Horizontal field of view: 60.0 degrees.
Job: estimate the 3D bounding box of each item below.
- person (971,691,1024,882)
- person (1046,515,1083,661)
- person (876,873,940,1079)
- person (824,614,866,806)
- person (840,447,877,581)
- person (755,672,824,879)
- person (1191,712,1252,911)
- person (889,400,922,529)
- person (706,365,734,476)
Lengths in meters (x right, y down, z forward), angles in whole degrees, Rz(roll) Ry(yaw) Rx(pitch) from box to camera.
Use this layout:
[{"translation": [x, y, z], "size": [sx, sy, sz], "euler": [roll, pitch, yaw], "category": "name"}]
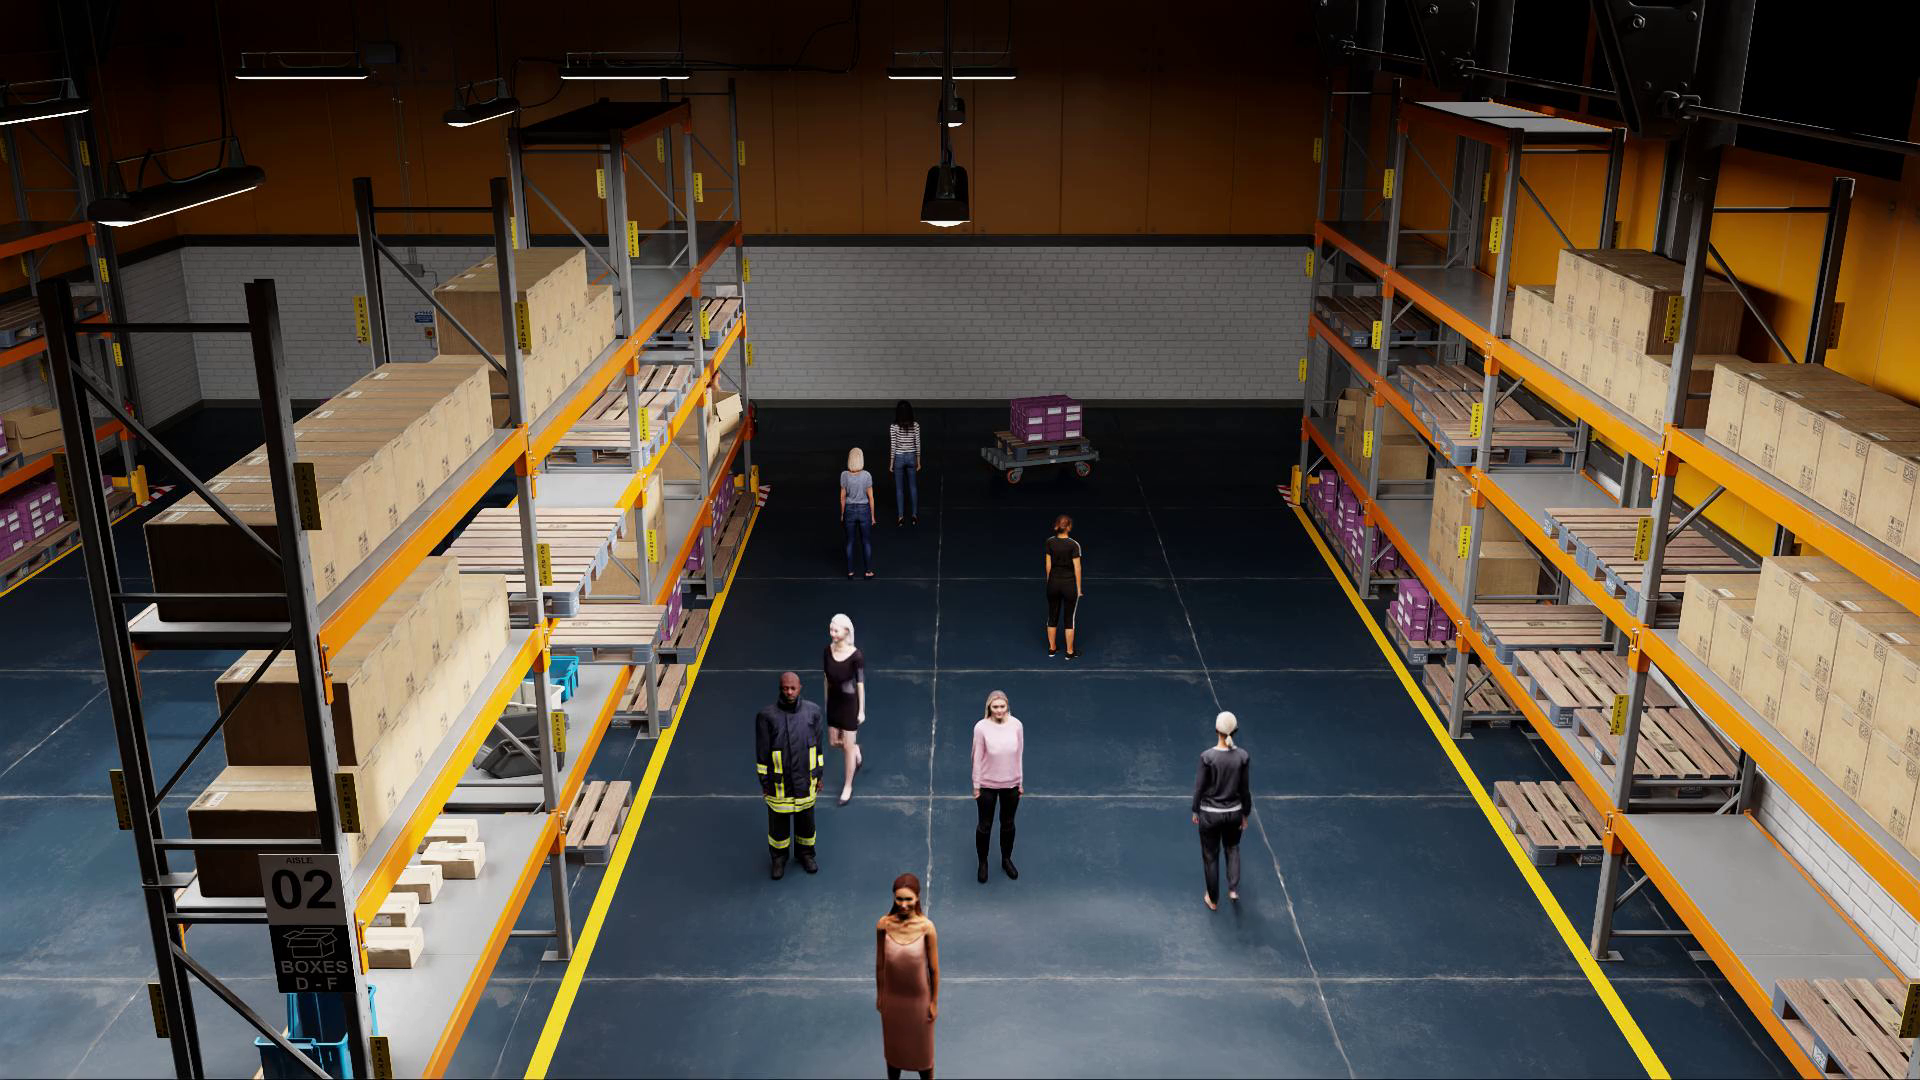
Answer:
[{"translation": [0.320, 2.044, 14.001], "size": [0.649, 1.688, 0.610], "euler": [-4, 19, -13], "category": "person"}, {"translation": [1.148, 0.511, 18.585], "size": [0.663, 1.669, 0.674], "euler": [10, 21, 28], "category": "person"}, {"translation": [-0.336, 3.007, 10.918], "size": [0.610, 1.831, 0.564], "euler": [3, 19, 10], "category": "person"}, {"translation": [-1.026, 1.516, 15.364], "size": [0.812, 1.818, 0.974], "euler": [8, 20, 21], "category": "person"}, {"translation": [-1.300, -0.336, 21.015], "size": [0.609, 1.722, 0.527], "euler": [2, 19, 5], "category": "person"}, {"translation": [-1.431, 1.951, 14.067], "size": [0.816, 1.822, 0.768], "euler": [-5, 19, -14], "category": "person"}, {"translation": [2.122, 2.224, 13.420], "size": [0.641, 1.717, 0.626], "euler": [-2, 19, -6], "category": "person"}, {"translation": [-0.767, -1.056, 23.041], "size": [0.656, 1.795, 0.615], "euler": [-6, 19, -17], "category": "person"}, {"translation": [-3.774, -1.771, 25.196], "size": [0.946, 1.772, 0.961], "euler": [-12, 22, -33], "category": "person"}]
